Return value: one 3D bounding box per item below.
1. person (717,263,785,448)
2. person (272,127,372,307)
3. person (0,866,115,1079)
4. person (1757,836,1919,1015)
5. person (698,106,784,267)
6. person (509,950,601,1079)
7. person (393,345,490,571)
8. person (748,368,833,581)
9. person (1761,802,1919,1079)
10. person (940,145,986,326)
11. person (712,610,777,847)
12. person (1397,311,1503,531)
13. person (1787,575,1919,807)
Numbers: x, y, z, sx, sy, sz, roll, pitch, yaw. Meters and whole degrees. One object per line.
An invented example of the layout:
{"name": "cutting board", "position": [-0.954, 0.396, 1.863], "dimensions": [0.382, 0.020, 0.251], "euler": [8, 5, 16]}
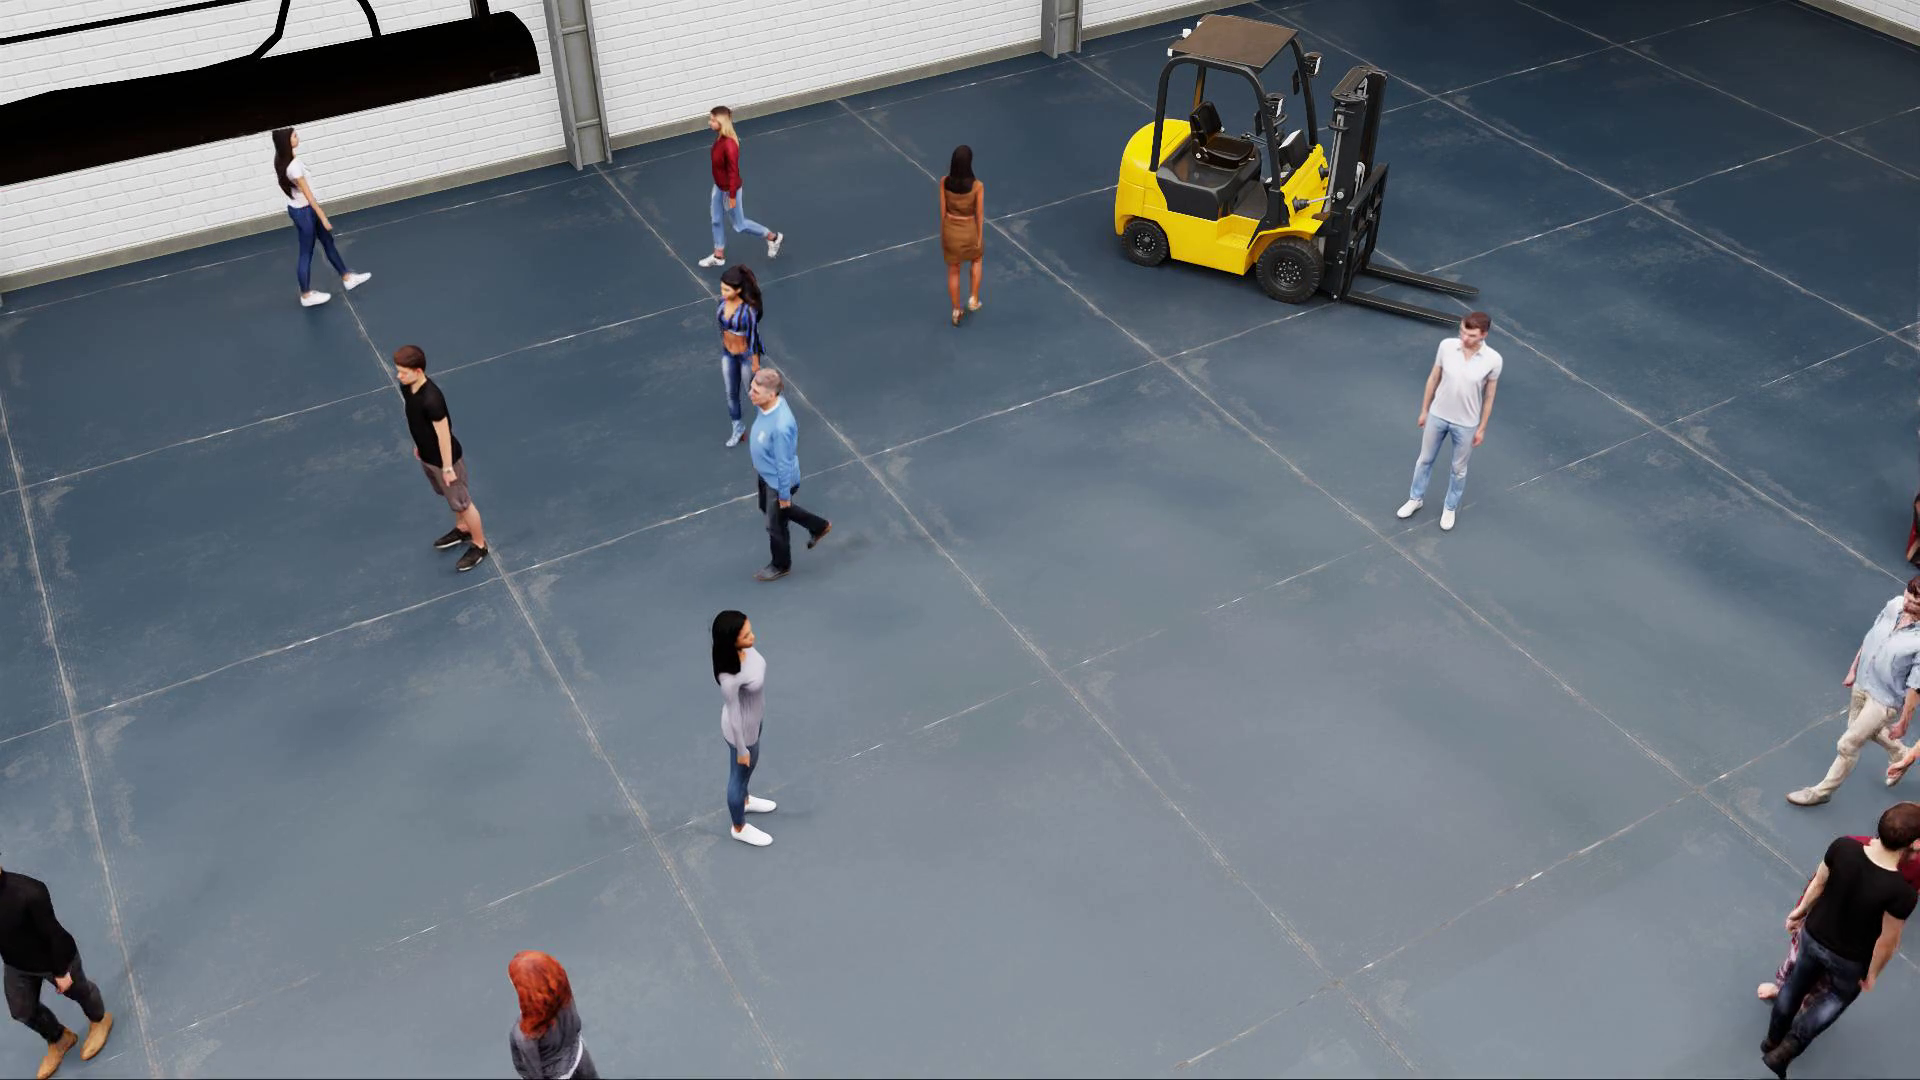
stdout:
{"name": "person", "position": [-1.707, -1.504, 13.364], "dimensions": [0.832, 1.605, 0.997], "euler": [25, 45, 28]}
{"name": "person", "position": [-5.996, -2.886, 14.976], "dimensions": [0.887, 1.752, 0.621], "euler": [-20, 43, -23]}
{"name": "person", "position": [-4.827, 2.105, 8.760], "dimensions": [0.795, 1.710, 0.864], "euler": [4, 39, 5]}
{"name": "person", "position": [4.735, 2.002, 8.903], "dimensions": [0.769, 1.693, 0.830], "euler": [14, 41, 16]}
{"name": "person", "position": [-2.096, -3.306, 15.620], "dimensions": [1.087, 1.605, 0.718], "euler": [-13, 40, -16]}
{"name": "person", "position": [-1.880, 2.613, 8.086], "dimensions": [1.072, 1.758, 1.066], "euler": [13, 40, 16]}
{"name": "person", "position": [-3.765, -0.639, 12.082], "dimensions": [0.638, 1.853, 0.706], "euler": [-29, 47, -31]}
{"name": "person", "position": [-1.239, -0.502, 11.949], "dimensions": [0.923, 1.806, 0.751], "euler": [-13, 41, -16]}
{"name": "person", "position": [4.492, 2.119, 8.602], "dimensions": [0.826, 1.886, 0.700], "euler": [-22, 44, -26]}
{"name": "person", "position": [-0.013, -2.662, 14.758], "dimensions": [0.712, 1.675, 0.772], "euler": [7, 39, 8]}
{"name": "person", "position": [-1.318, 1.103, 9.996], "dimensions": [0.704, 1.734, 0.692], "euler": [1, 39, 2]}
{"name": "person", "position": [3.699, -0.925, 12.438], "dimensions": [0.730, 1.855, 0.725], "euler": [20, 43, 23]}
{"name": "person", "position": [5.706, 0.919, 10.154], "dimensions": [1.180, 1.824, 0.961], "euler": [-5, 39, -7]}
